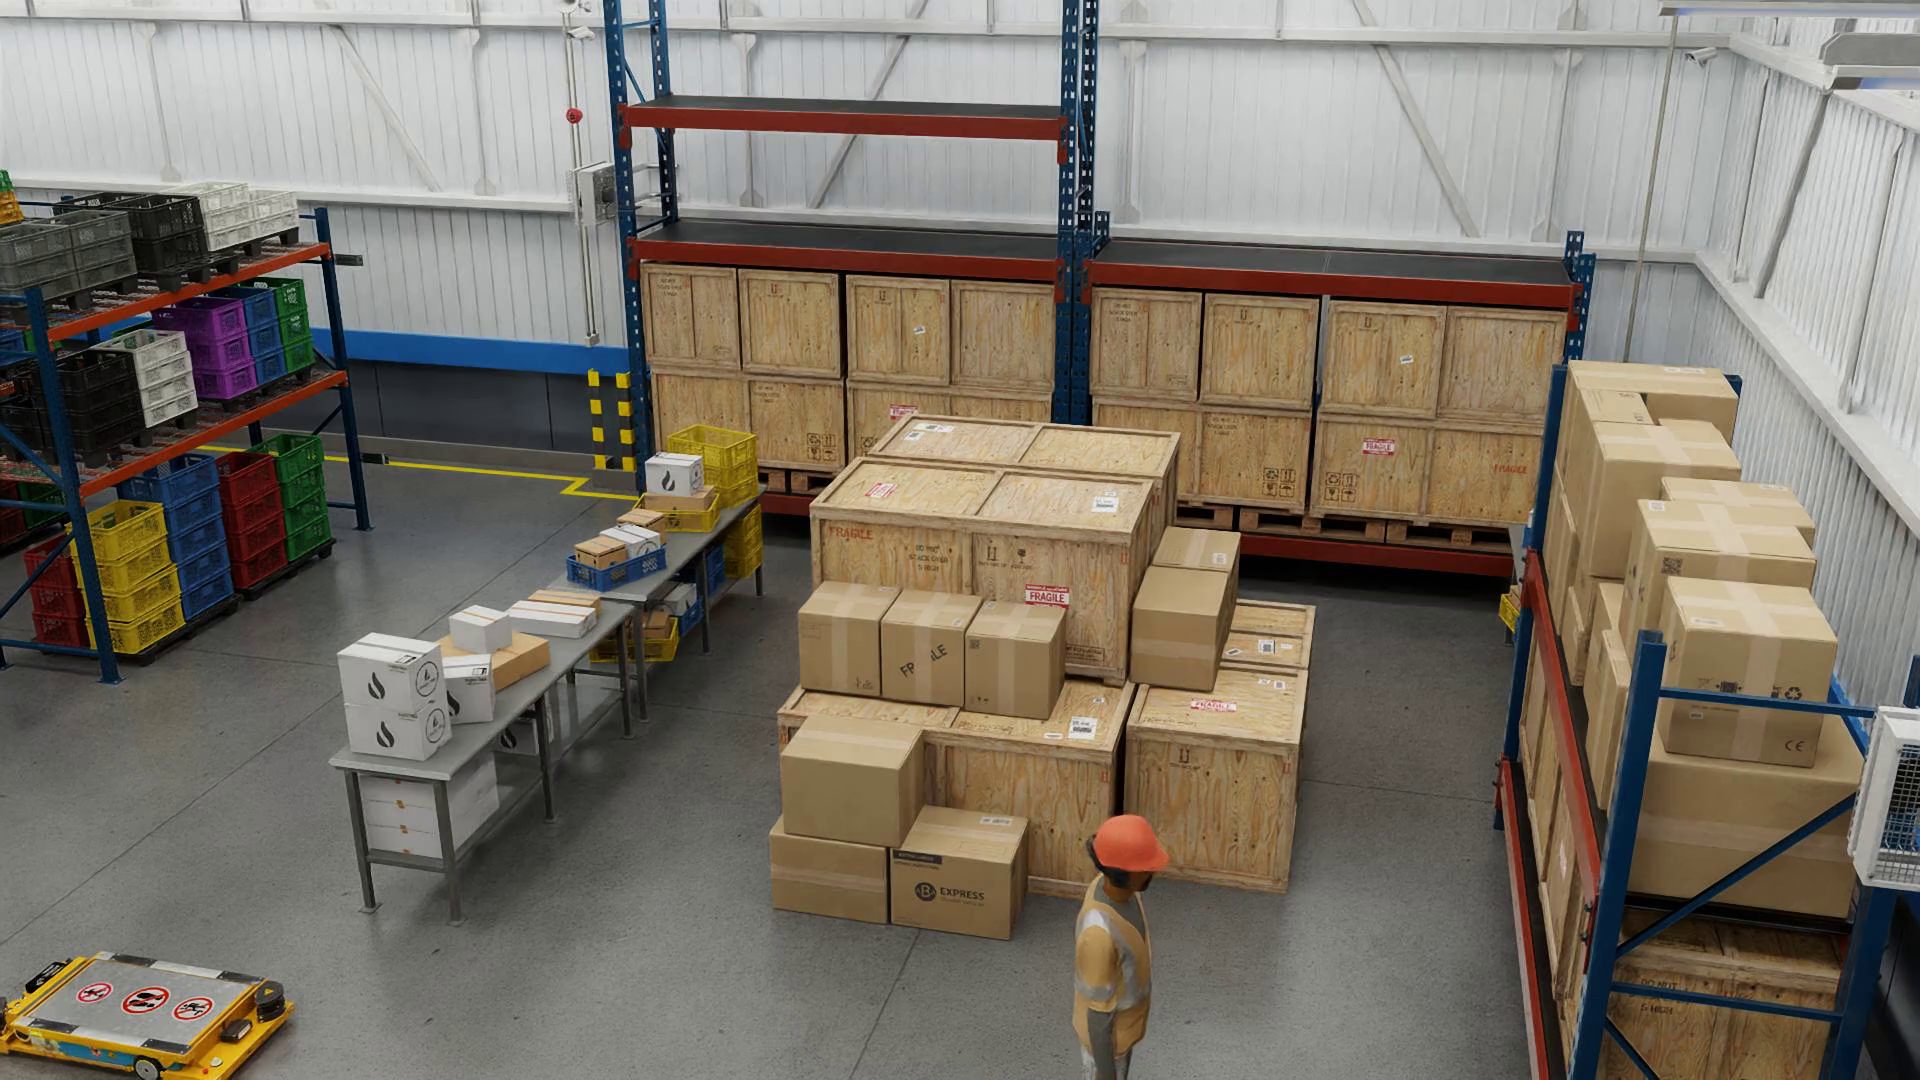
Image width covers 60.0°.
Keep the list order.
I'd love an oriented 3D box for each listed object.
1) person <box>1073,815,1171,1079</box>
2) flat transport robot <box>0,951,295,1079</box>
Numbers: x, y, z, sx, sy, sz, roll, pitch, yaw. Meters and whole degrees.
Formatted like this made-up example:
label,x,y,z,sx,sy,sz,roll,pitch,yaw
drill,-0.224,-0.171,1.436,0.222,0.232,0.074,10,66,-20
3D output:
label,x,y,z,sx,sy,sz,roll,pitch,yaw
person,0.678,2.080,7.123,0.375,2.040,0.613,5,21,12
flat transport robot,-4.270,2.464,8.601,1.431,0.231,0.659,5,22,13
